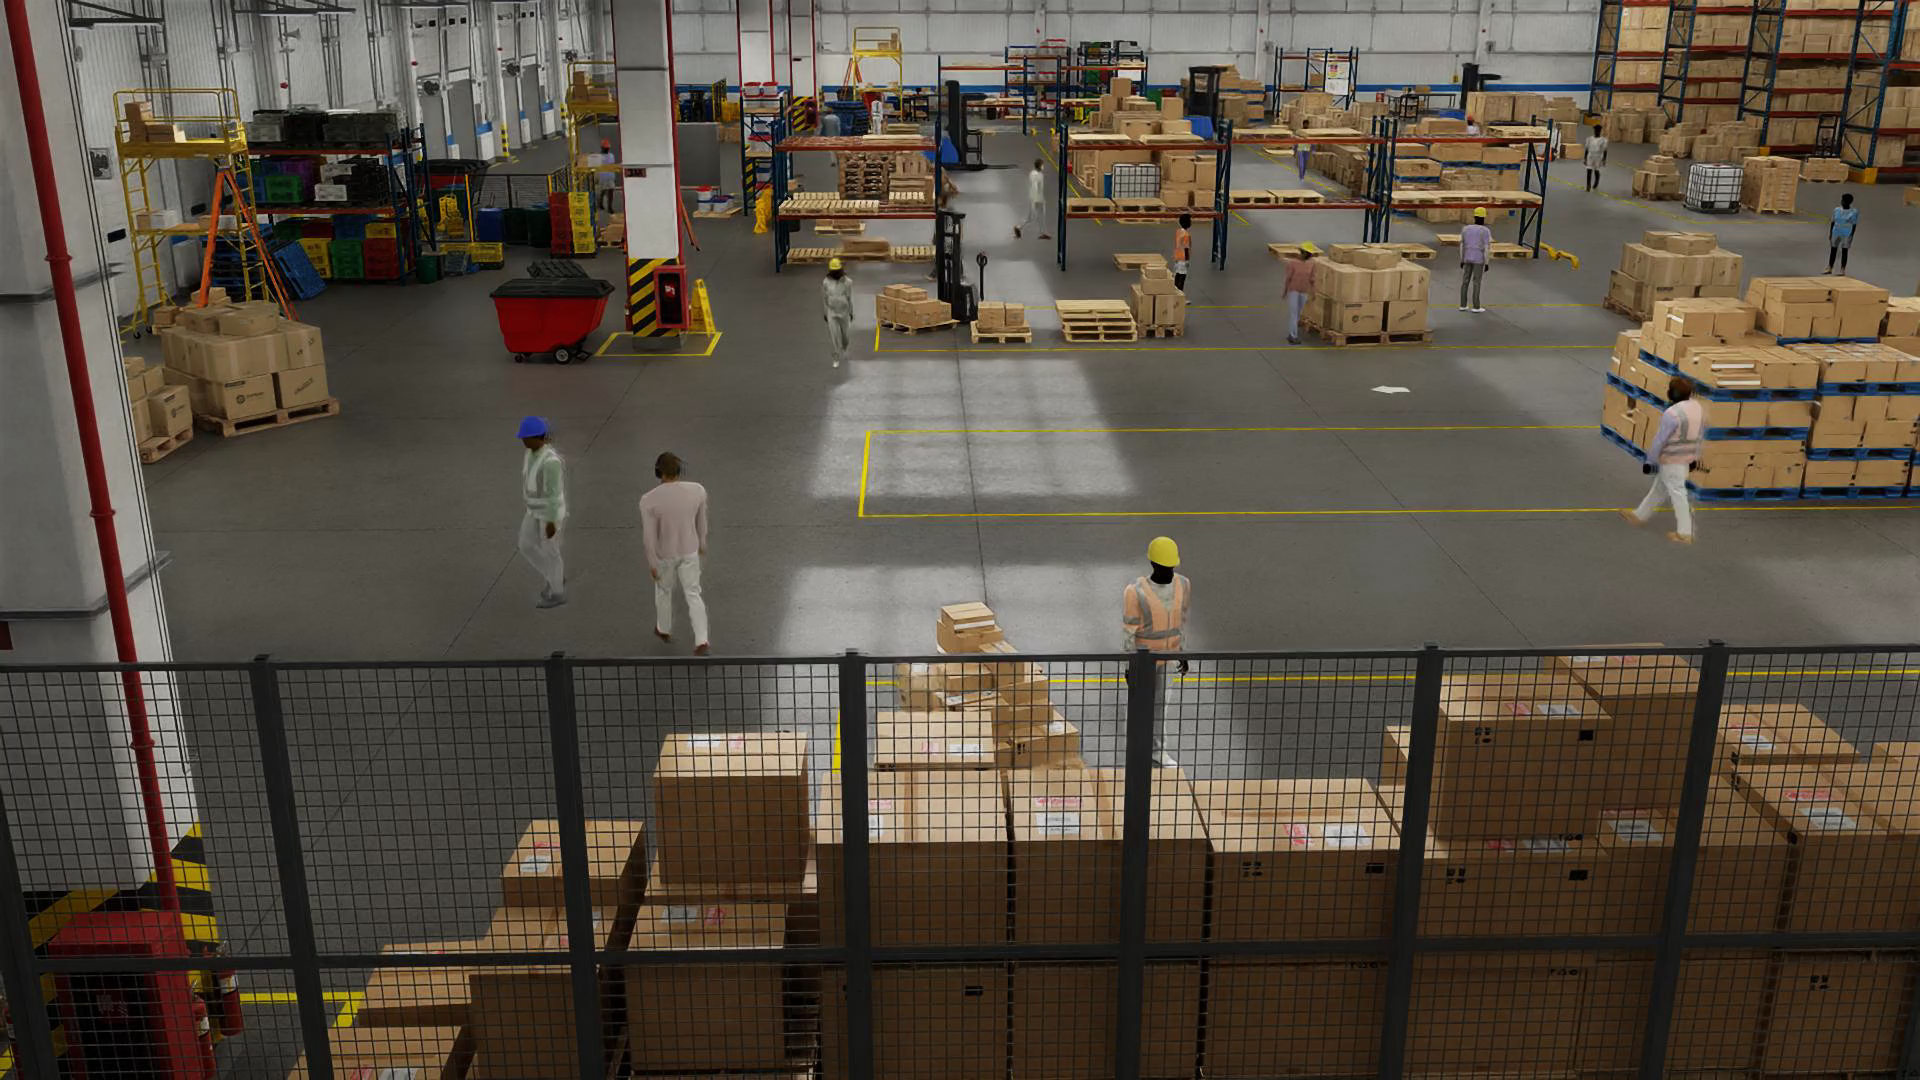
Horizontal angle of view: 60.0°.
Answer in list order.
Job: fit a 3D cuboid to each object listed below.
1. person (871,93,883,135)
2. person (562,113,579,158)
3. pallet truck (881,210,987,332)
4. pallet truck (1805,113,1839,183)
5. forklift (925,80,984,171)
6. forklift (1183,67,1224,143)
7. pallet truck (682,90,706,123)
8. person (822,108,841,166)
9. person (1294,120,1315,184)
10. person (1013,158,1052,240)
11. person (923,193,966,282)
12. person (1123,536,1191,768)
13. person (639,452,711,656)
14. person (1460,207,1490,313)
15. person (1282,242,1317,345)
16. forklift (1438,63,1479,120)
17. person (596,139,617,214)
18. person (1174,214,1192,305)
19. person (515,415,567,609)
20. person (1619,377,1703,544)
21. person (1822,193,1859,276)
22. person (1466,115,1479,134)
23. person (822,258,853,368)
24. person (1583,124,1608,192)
[{"bbox_3d":[-3.077,-15.689,61.952,0.358,1.881,0.574,-16,24,-39],"label":"person"},{"bbox_3d":[-13.323,-13.861,56.969,0.544,1.586,0.868,-3,19,-10],"label":"person"},{"bbox_3d":[-0.493,-4.759,29.349,1.885,1.965,0.823,-13,23,-34],"label":"pallet truck"},{"bbox_3d":[26.403,-11.957,50.702,0.823,1.965,1.885,6,19,16],"label":"pallet truck"},{"bbox_3d":[-0.204,-13.247,53.168,1.873,2.768,1.129,-1,19,-3],"label":"forklift"},{"bbox_3d":[8.883,-16.014,61.379,1.129,2.768,1.873,13,22,33],"label":"forklift"},{"bbox_3d":[-9.671,-15.907,62.421,0.823,1.965,1.885,5,19,15],"label":"pallet truck"},{"bbox_3d":[-4.242,-13.313,54.911,0.633,1.869,1.002,0,19,1],"label":"person"},{"bbox_3d":[10.407,-11.750,50.282,0.605,1.880,0.976,0,19,1],"label":"person"},{"bbox_3d":[1.734,-8.043,39.236,0.844,1.913,0.637,8,20,22],"label":"person"},{"bbox_3d":[-0.292,-6.162,33.849,1.011,1.789,0.494,-9,20,-24],"label":"person"},{"bbox_3d":[1.511,0.882,12.723,0.589,1.927,0.387,-10,21,-28],"label":"person"},{"bbox_3d":[-2.548,0.129,15.019,0.633,1.899,1.007,-8,20,-23],"label":"person"},{"bbox_3d":[9.494,-5.168,30.670,0.374,1.928,0.584,-17,25,-40],"label":"person"},{"bbox_3d":[5.732,-4.131,27.894,0.543,1.717,0.870,-4,19,-11],"label":"person"},{"bbox_3d":[19.482,-16.861,63.892,1.873,2.768,1.129,-1,19,-1],"label":"forklift"},{"bbox_3d":[-9.298,-9.554,43.689,0.555,1.922,0.533,-14,23,-35],"label":"person"},{"bbox_3d":[4.219,-5.317,31.469,0.317,1.695,0.540,-4,19,-11],"label":"person"},{"bbox_3d":[-4.048,-0.267,16.127,0.436,1.935,0.610,-16,24,-39],"label":"person"},{"bbox_3d":[7.737,-0.903,18.222,0.654,1.789,0.945,-15,24,-38],"label":"person"},{"bbox_3d":[18.277,-6.328,34.461,0.321,1.699,0.537,-13,23,-34],"label":"person"},{"bbox_3d":[15.693,-12.150,51.378,0.565,1.932,0.423,-2,19,-7],"label":"person"},{"bbox_3d":[-1.936,-3.614,26.364,0.484,1.736,0.438,-1,19,-4],"label":"person"},{"bbox_3d":[18.392,-11.067,48.148,0.622,1.942,0.662,10,21,27],"label":"person"}]
